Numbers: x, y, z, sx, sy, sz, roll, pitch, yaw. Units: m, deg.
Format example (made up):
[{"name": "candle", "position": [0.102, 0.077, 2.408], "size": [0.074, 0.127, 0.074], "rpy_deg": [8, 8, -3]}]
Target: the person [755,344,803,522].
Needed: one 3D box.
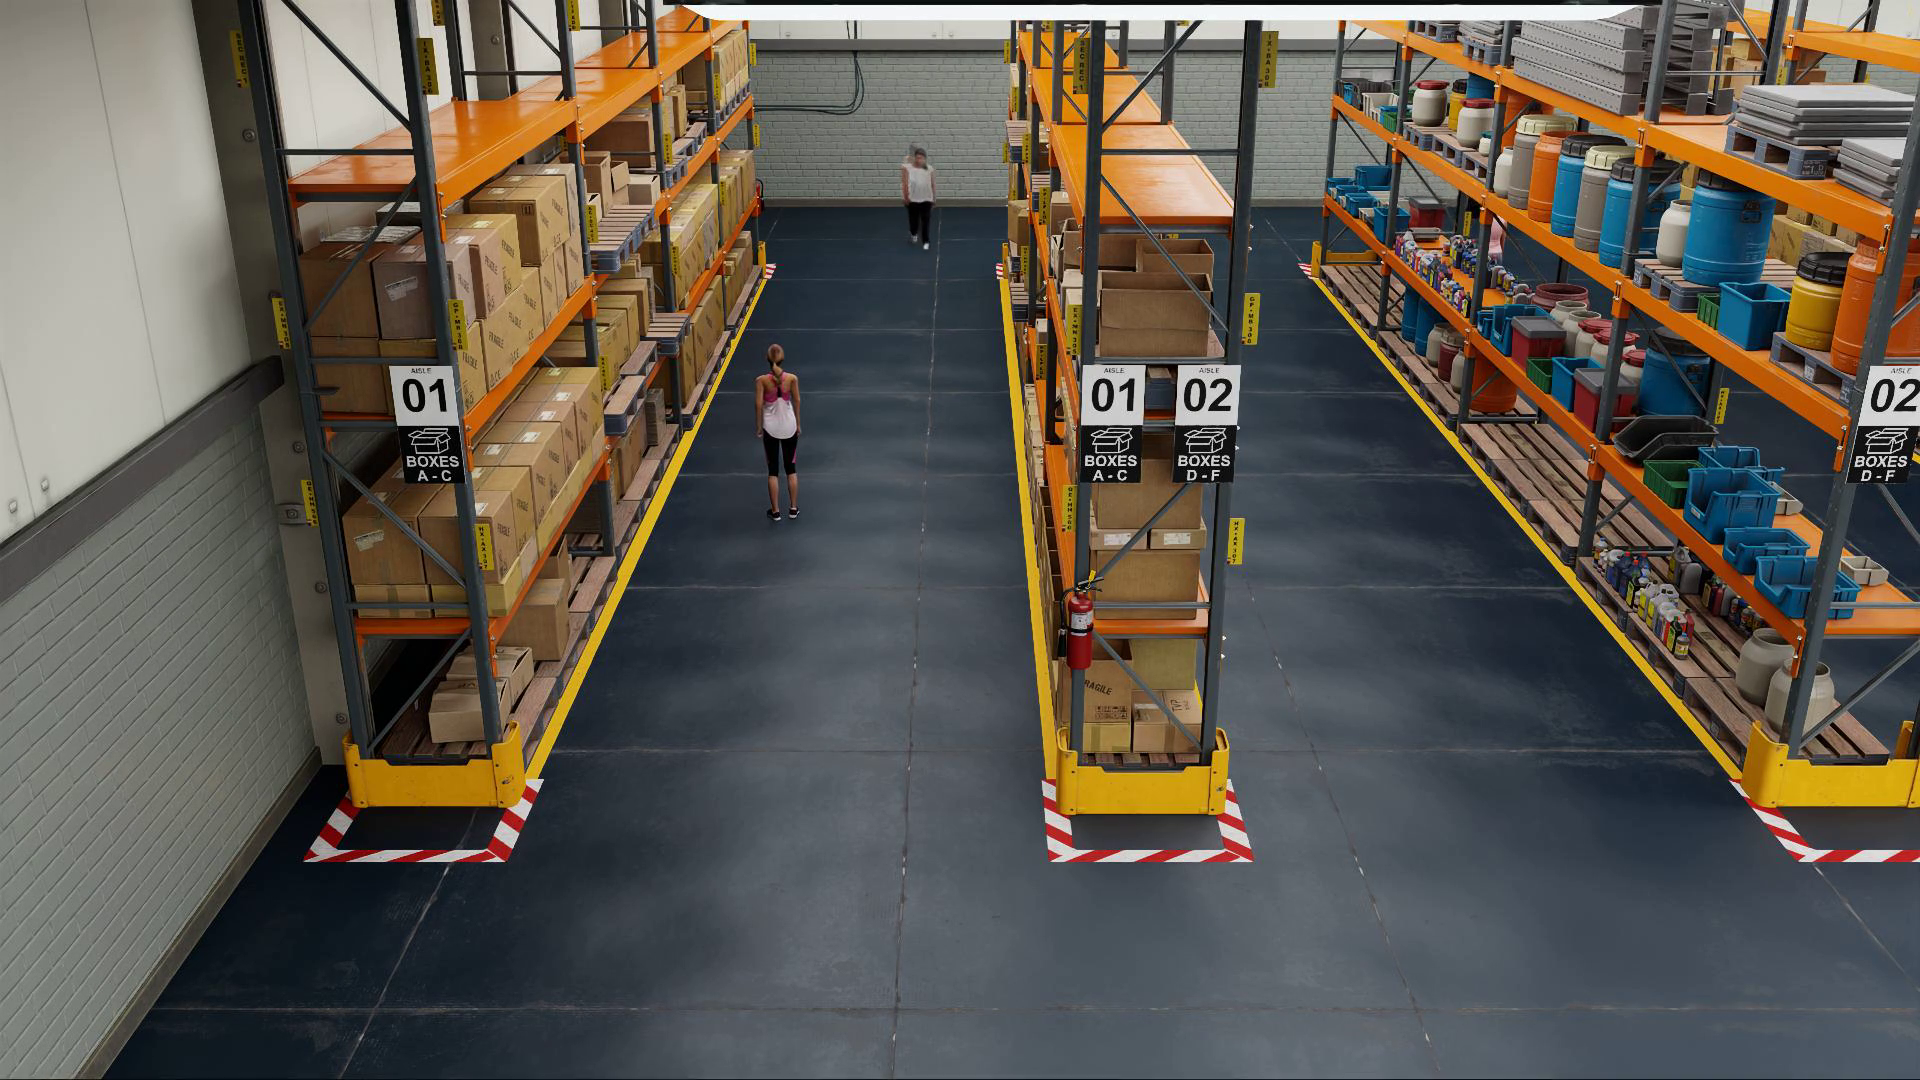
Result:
[{"name": "person", "position": [-1.783, -1.066, 16.439], "size": [0.658, 1.788, 0.615], "rpy_deg": [-6, 23, -15]}]

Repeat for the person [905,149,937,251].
[{"name": "person", "position": [-0.660, -5.771, 28.097], "size": [0.671, 1.671, 0.776], "rpy_deg": [-1, 22, -4]}]
